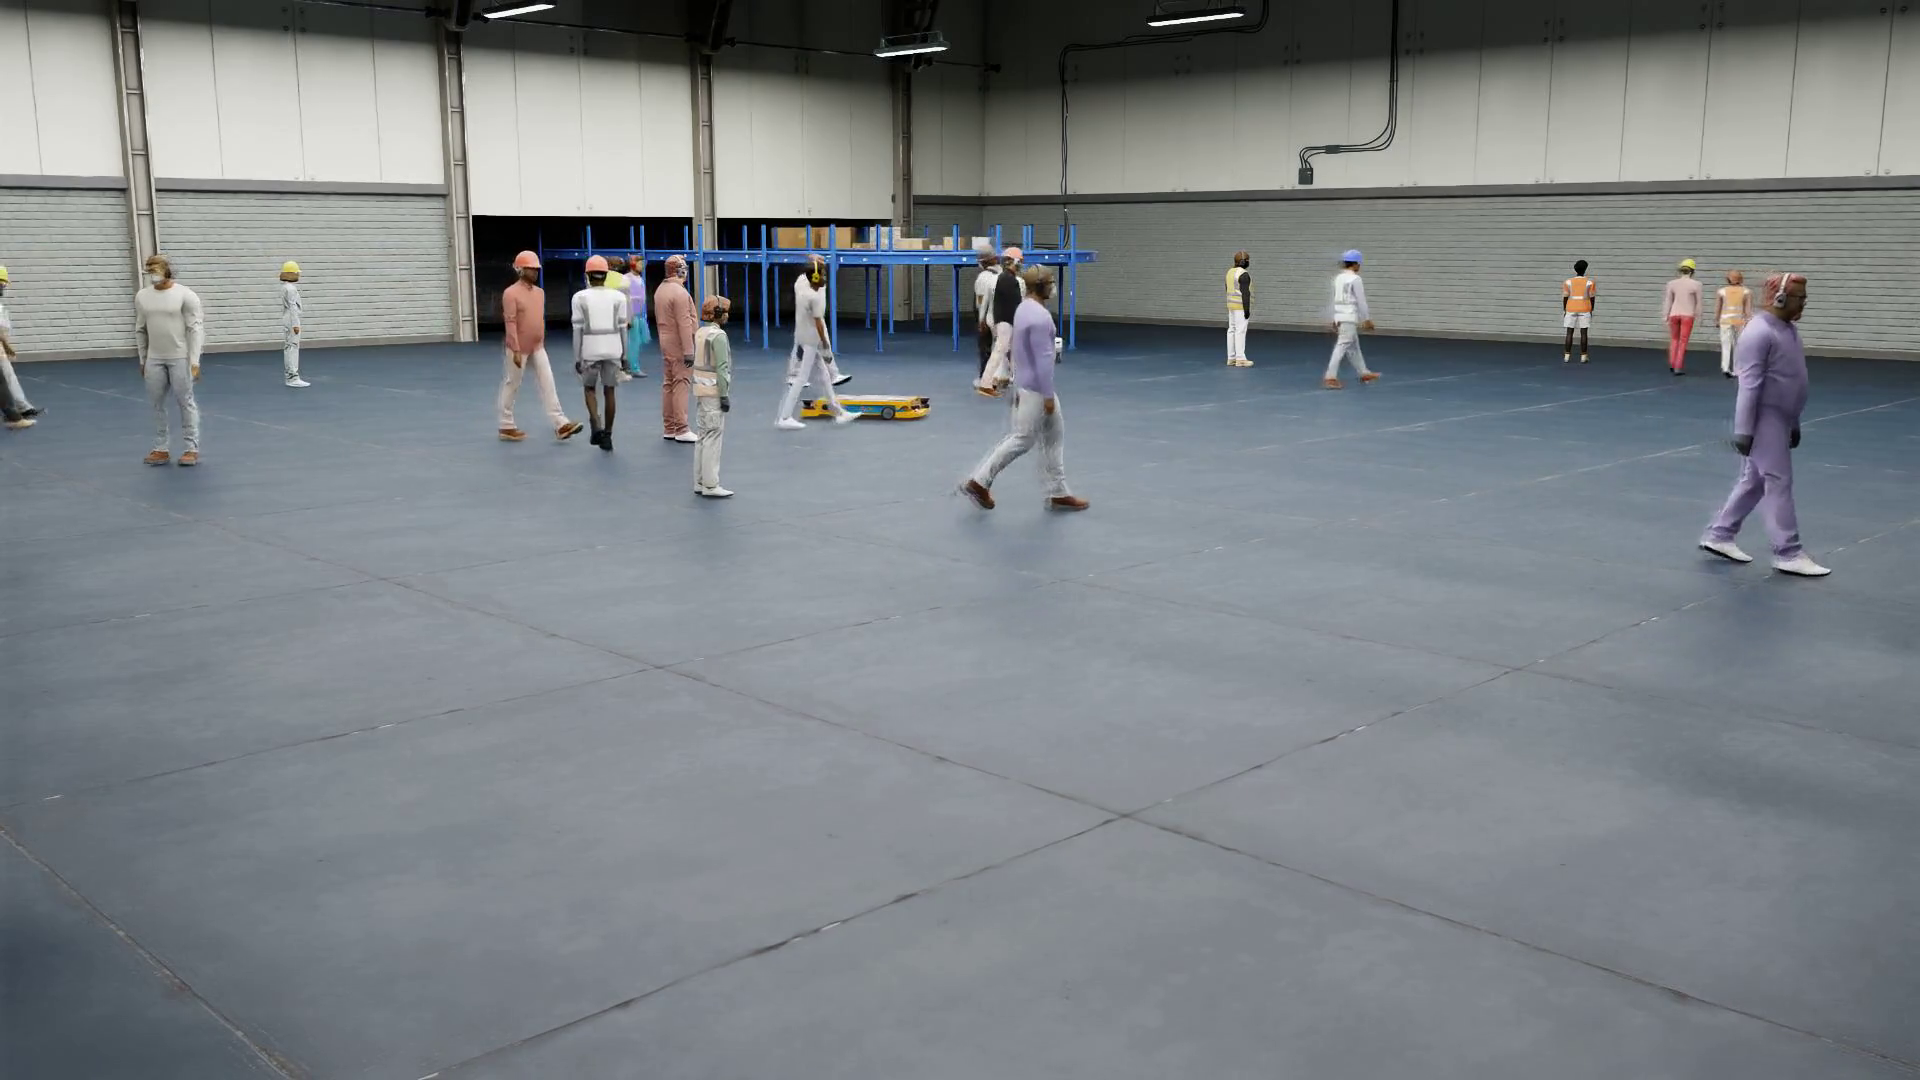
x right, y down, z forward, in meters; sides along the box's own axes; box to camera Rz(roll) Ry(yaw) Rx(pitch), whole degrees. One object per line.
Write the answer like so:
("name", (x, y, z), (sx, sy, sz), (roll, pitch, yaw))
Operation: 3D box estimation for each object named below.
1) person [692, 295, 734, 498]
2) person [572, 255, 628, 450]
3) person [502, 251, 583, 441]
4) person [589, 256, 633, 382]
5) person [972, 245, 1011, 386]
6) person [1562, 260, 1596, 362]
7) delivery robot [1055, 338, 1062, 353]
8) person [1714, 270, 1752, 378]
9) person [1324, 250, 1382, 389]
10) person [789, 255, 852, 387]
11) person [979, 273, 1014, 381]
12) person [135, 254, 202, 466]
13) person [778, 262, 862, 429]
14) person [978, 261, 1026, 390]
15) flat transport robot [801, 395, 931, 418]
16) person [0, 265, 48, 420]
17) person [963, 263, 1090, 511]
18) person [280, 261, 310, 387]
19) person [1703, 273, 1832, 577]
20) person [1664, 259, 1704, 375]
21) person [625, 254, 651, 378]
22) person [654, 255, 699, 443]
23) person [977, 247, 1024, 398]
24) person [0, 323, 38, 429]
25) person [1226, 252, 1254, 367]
("person", (-2.013, -1.170, 13.539), (0.319, 1.628, 0.512), (-5, 12, -27))
("person", (-3.557, -1.858, 16.490), (0.551, 1.916, 0.416), (-3, 11, -18))
("person", (-4.379, -1.980, 17.080), (0.998, 1.939, 0.651), (5, 12, 27))
("person", (-5.152, -3.216, 24.243), (0.757, 1.810, 0.433), (-1, 10, -8))
("person", (0.519, -3.155, 23.350), (0.823, 2.000, 0.741), (10, 14, 43))
("person", (10.350, -3.826, 27.831), (0.535, 1.697, 0.318), (5, 11, 24))
("delivery robot", (1.429, -3.244, 27.631), (0.477, 0.478, 0.707), (5, 12, 25))
("person", (11.509, -3.211, 24.757), (0.510, 1.602, 0.768), (3, 11, 18))
("person", (5.491, -3.061, 23.096), (0.955, 1.897, 0.617), (-2, 11, -10))
("person", (-1.995, -3.038, 23.157), (0.994, 1.832, 0.716), (6, 12, 30))
("person", (0.556, -3.056, 23.905), (0.609, 1.602, 0.510), (-2, 11, -9))
("person", (-7.301, -1.647, 15.337), (0.651, 1.934, 0.443), (1, 10, 7))
("person", (-1.581, -2.146, 18.354), (0.996, 1.815, 0.559), (-3, 11, -16))
("person", (0.546, -3.014, 22.878), (0.620, 1.897, 0.865), (7, 12, 33))
("flat transport robot", (-1.102, -1.578, 19.580), (1.431, 0.197, 0.652), (2, 10, 8))
("person", (-10.918, -2.233, 18.936), (0.873, 1.770, 0.653), (-6, 12, -31))
("person", (0.507, -1.158, 12.736), (0.957, 1.912, 0.634), (-1, 10, -4))
("person", (-9.386, -3.045, 23.441), (0.312, 1.743, 0.493), (-6, 12, -30))
("person", (5.172, -0.746, 10.558), (0.821, 1.876, 0.664), (9, 14, 41))
("person", (11.056, -3.404, 25.387), (0.587, 1.746, 0.525), (-10, 14, -42))
("person", (-4.851, -3.342, 24.827), (0.436, 1.825, 0.571), (2, 11, 13))
("person", (-2.882, -1.967, 17.115), (0.409, 1.908, 0.652), (-6, 12, -31))
("person", (0.589, -2.830, 21.713), (0.837, 1.943, 0.732), (-1, 10, -5))
("person", (-10.742, -2.096, 18.179), (0.995, 1.793, 0.531), (-2, 11, -12))
("person", (4.567, -3.764, 27.098), (0.429, 1.843, 0.628), (-3, 11, -18))
